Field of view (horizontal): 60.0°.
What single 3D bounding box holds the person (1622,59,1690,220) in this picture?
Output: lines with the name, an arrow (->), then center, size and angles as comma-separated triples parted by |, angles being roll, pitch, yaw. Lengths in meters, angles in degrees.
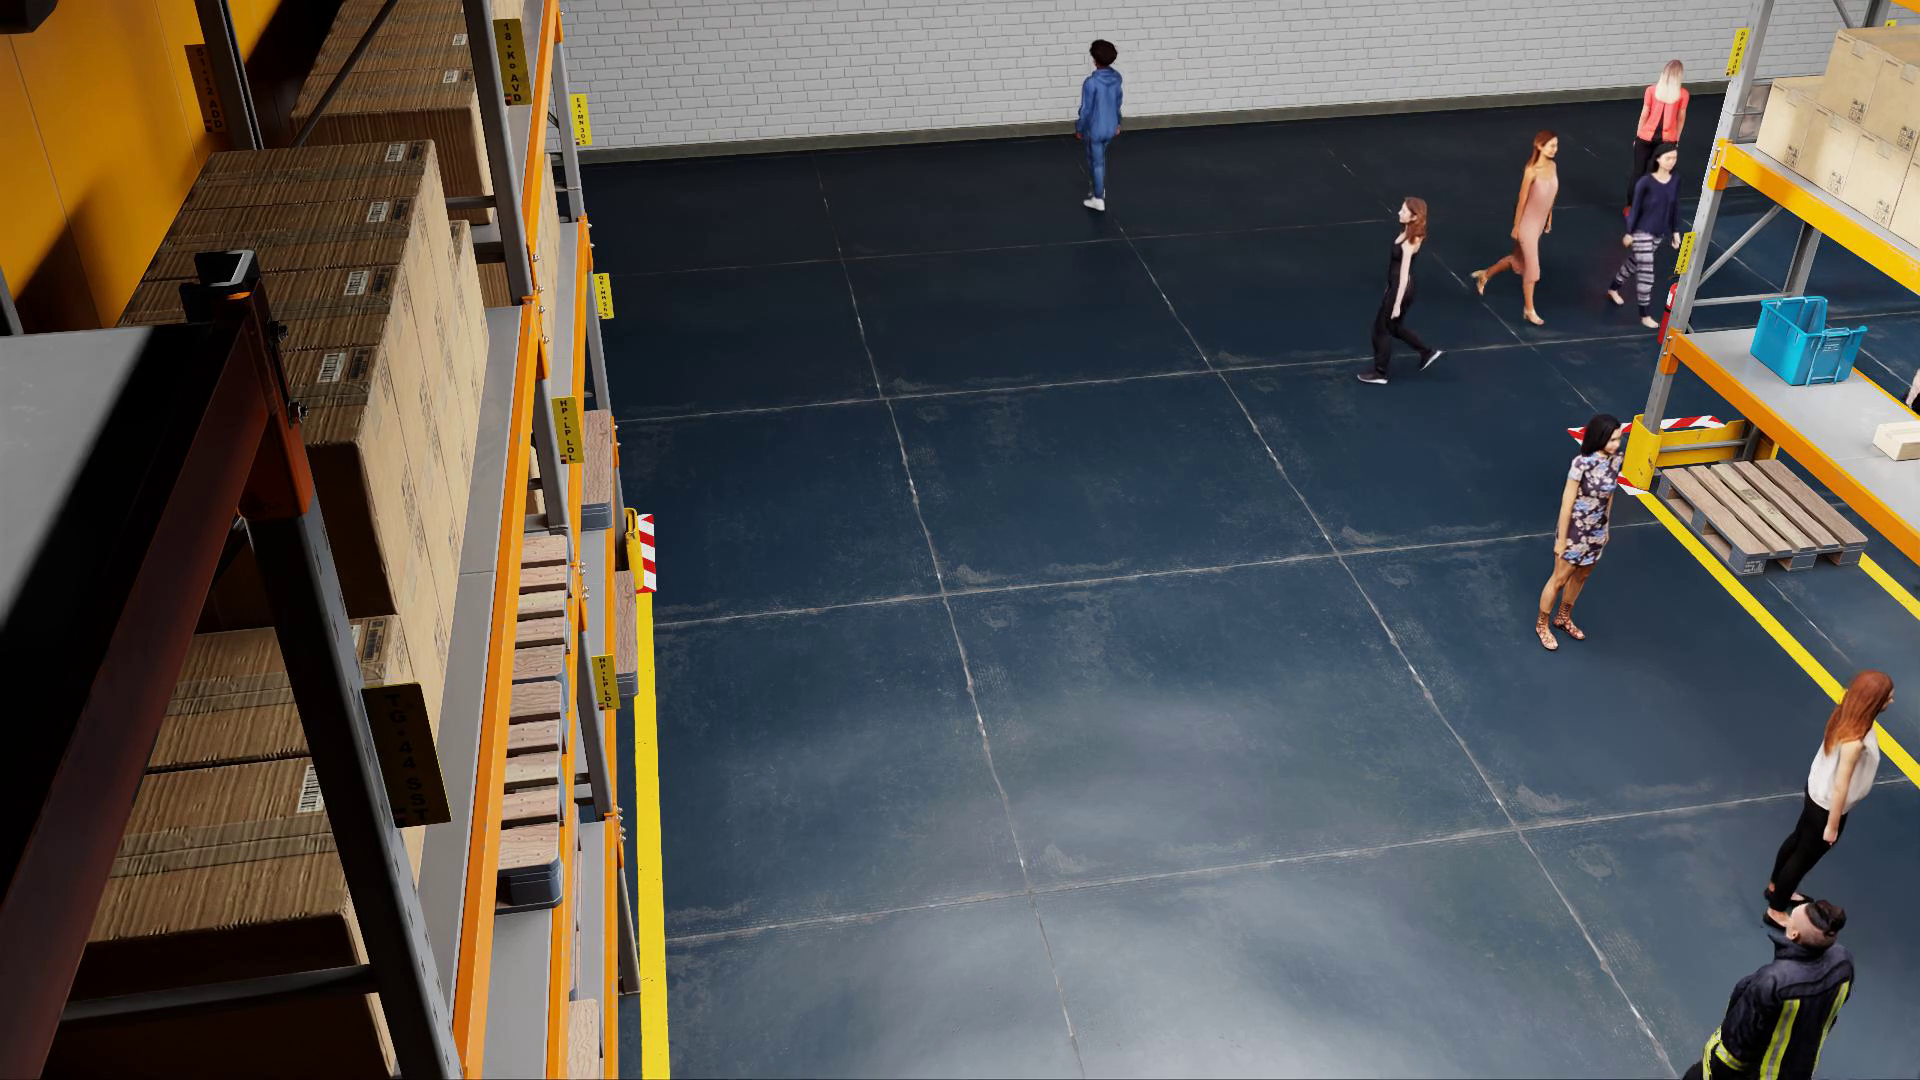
person -> 7.298, -4.187, 17.424 | 0.679, 1.693, 0.696 | 13, 36, 18

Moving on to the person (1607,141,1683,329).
person -> 6.371, -2.892, 15.483 | 0.729, 1.685, 1.124 | -11, 35, -15

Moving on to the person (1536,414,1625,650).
person -> 4.189, -0.066, 11.187 | 0.654, 1.733, 0.594 | -15, 36, -21

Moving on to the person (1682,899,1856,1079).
person -> 3.685, 2.337, 7.486 | 0.842, 1.829, 1.101 | -11, 35, -16

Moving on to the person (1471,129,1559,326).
person -> 5.213, -2.933, 15.439 | 0.942, 1.801, 1.172 | -25, 41, -32

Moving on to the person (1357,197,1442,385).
person -> 3.865, -2.124, 14.287 | 0.847, 1.729, 0.938 | 6, 34, 8

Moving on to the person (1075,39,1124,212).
person -> 1.530, -4.354, 17.584 | 0.804, 1.794, 0.814 | -25, 41, -32

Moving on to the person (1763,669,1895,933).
person -> 4.683, 1.400, 8.993 | 0.715, 1.721, 0.609 | 13, 36, 19
